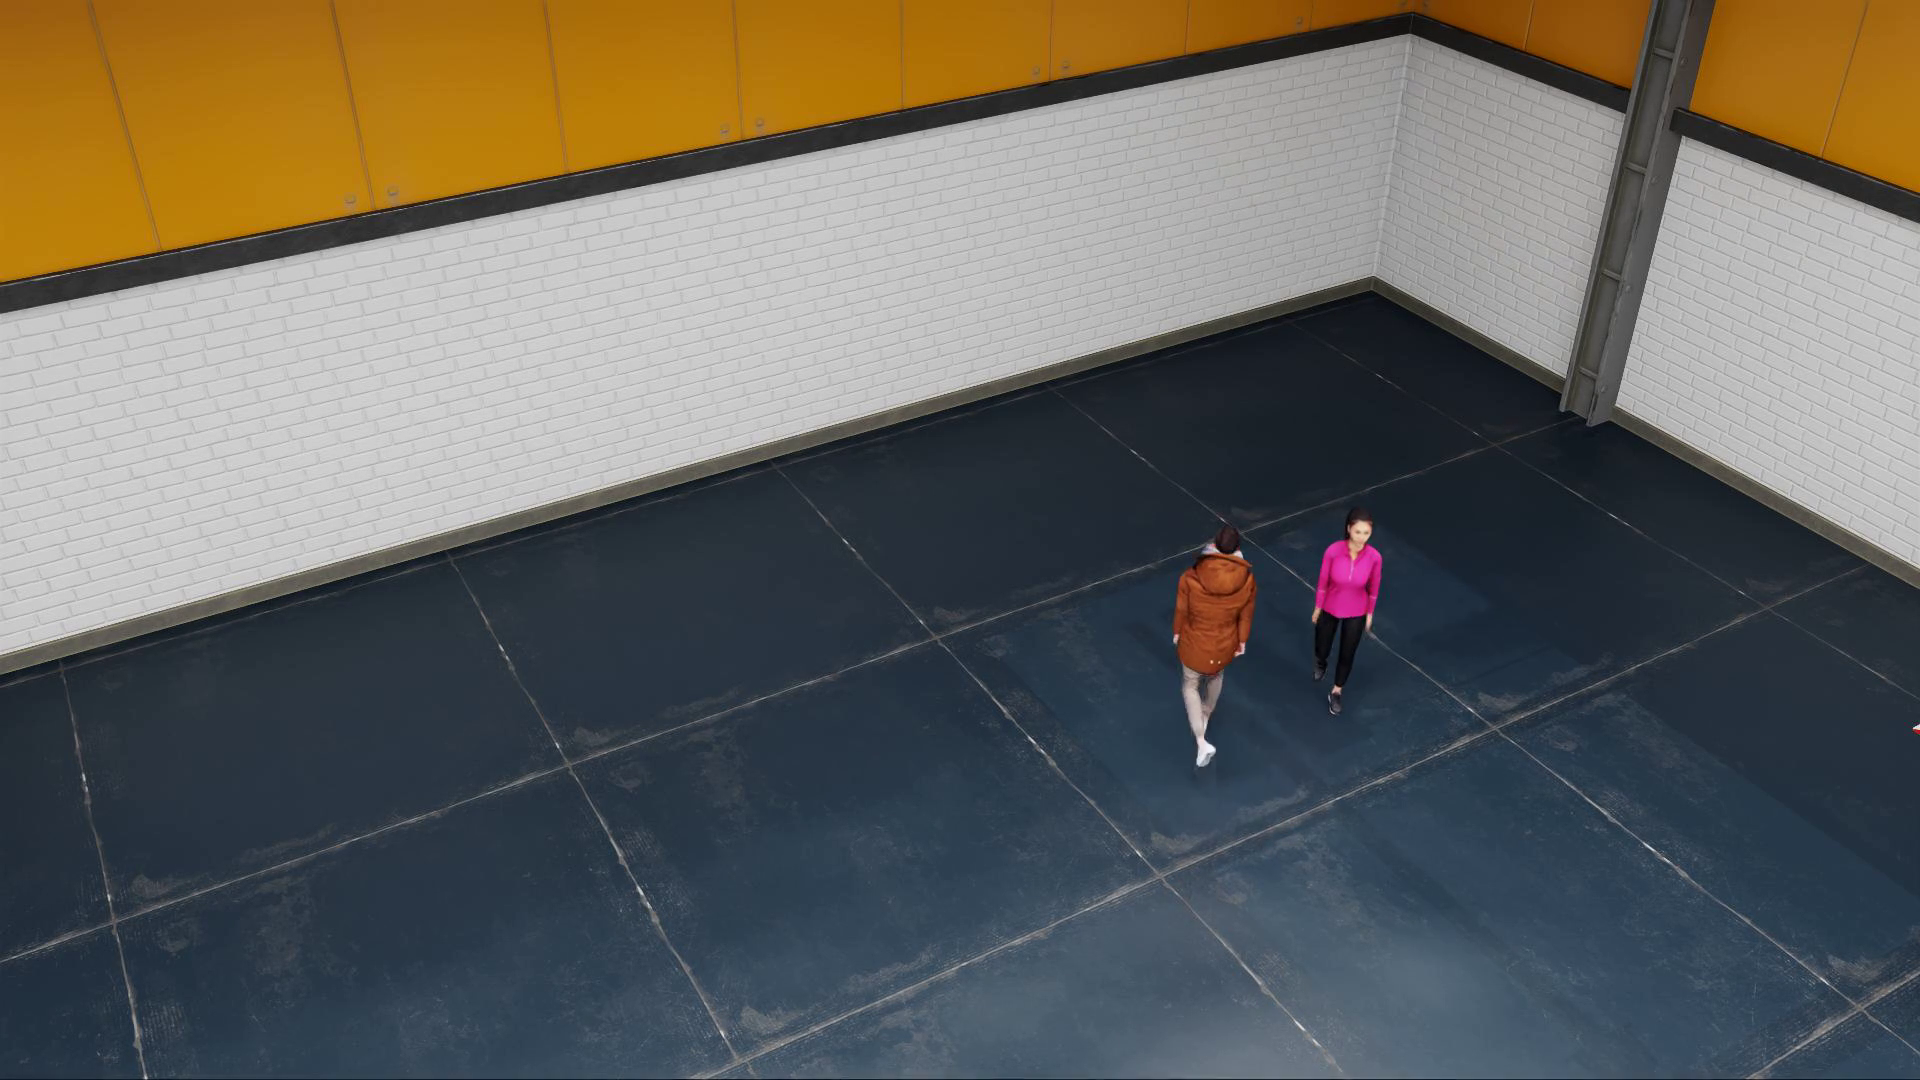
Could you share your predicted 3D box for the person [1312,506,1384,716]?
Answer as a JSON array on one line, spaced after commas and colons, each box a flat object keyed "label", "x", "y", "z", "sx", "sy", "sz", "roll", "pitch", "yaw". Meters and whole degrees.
[{"label": "person", "x": 2.762, "y": 0.466, "z": 12.002, "sx": 0.795, "sy": 1.687, "sz": 0.863, "roll": 5, "pitch": 34, "yaw": 8}]

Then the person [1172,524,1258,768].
[{"label": "person", "x": 1.732, "y": 0.739, "z": 11.475, "sx": 0.975, "sy": 1.815, "sz": 1.174, "roll": -2, "pitch": 34, "yaw": -3}]
